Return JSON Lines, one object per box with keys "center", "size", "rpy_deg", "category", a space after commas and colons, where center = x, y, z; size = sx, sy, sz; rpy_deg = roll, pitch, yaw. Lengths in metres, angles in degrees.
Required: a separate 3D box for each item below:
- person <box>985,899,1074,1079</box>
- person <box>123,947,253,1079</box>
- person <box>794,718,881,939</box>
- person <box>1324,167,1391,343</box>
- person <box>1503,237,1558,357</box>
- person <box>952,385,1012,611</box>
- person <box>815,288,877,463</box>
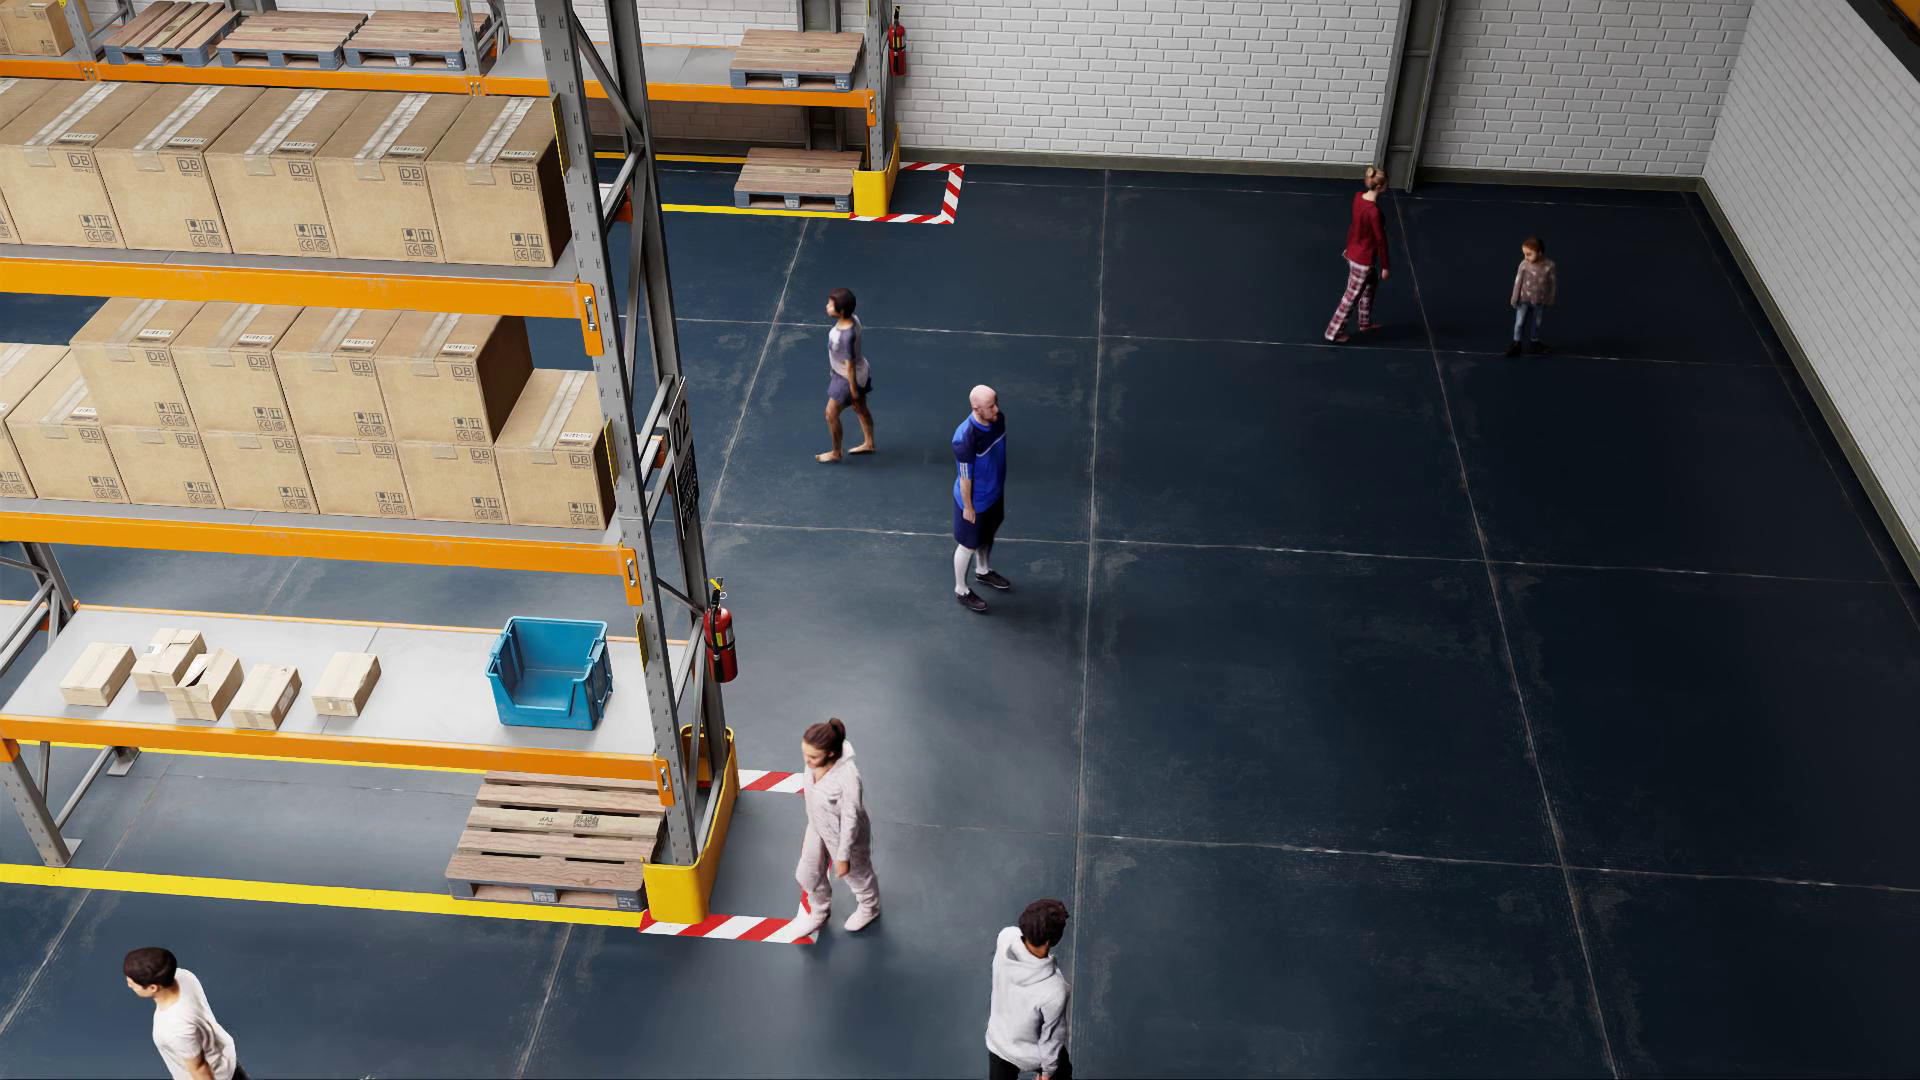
{"center": [0.243, 2.500, 8.181], "size": [1.131, 1.894, 1.080], "rpy_deg": [-29, 47, -32], "category": "person"}
{"center": [-3.657, 2.577, 8.241], "size": [1.060, 1.698, 0.892], "rpy_deg": [-12, 40, -15], "category": "person"}
{"center": [-0.623, 1.601, 9.489], "size": [0.835, 1.665, 0.891], "rpy_deg": [29, 47, 31], "category": "person"}
{"center": [3.451, -2.470, 14.576], "size": [0.901, 1.679, 0.761], "rpy_deg": [-6, 39, -8], "category": "person"}
{"center": [5.051, -2.129, 14.558], "size": [0.447, 1.168, 0.722], "rpy_deg": [2, 39, 3], "category": "person"}
{"center": [0.141, -0.334, 11.773], "size": [0.734, 1.839, 0.752], "rpy_deg": [20, 43, 23], "category": "person"}
{"center": [-0.802, -1.318, 13.240], "size": [0.689, 1.546, 0.573], "rpy_deg": [3, 39, 3], "category": "person"}
